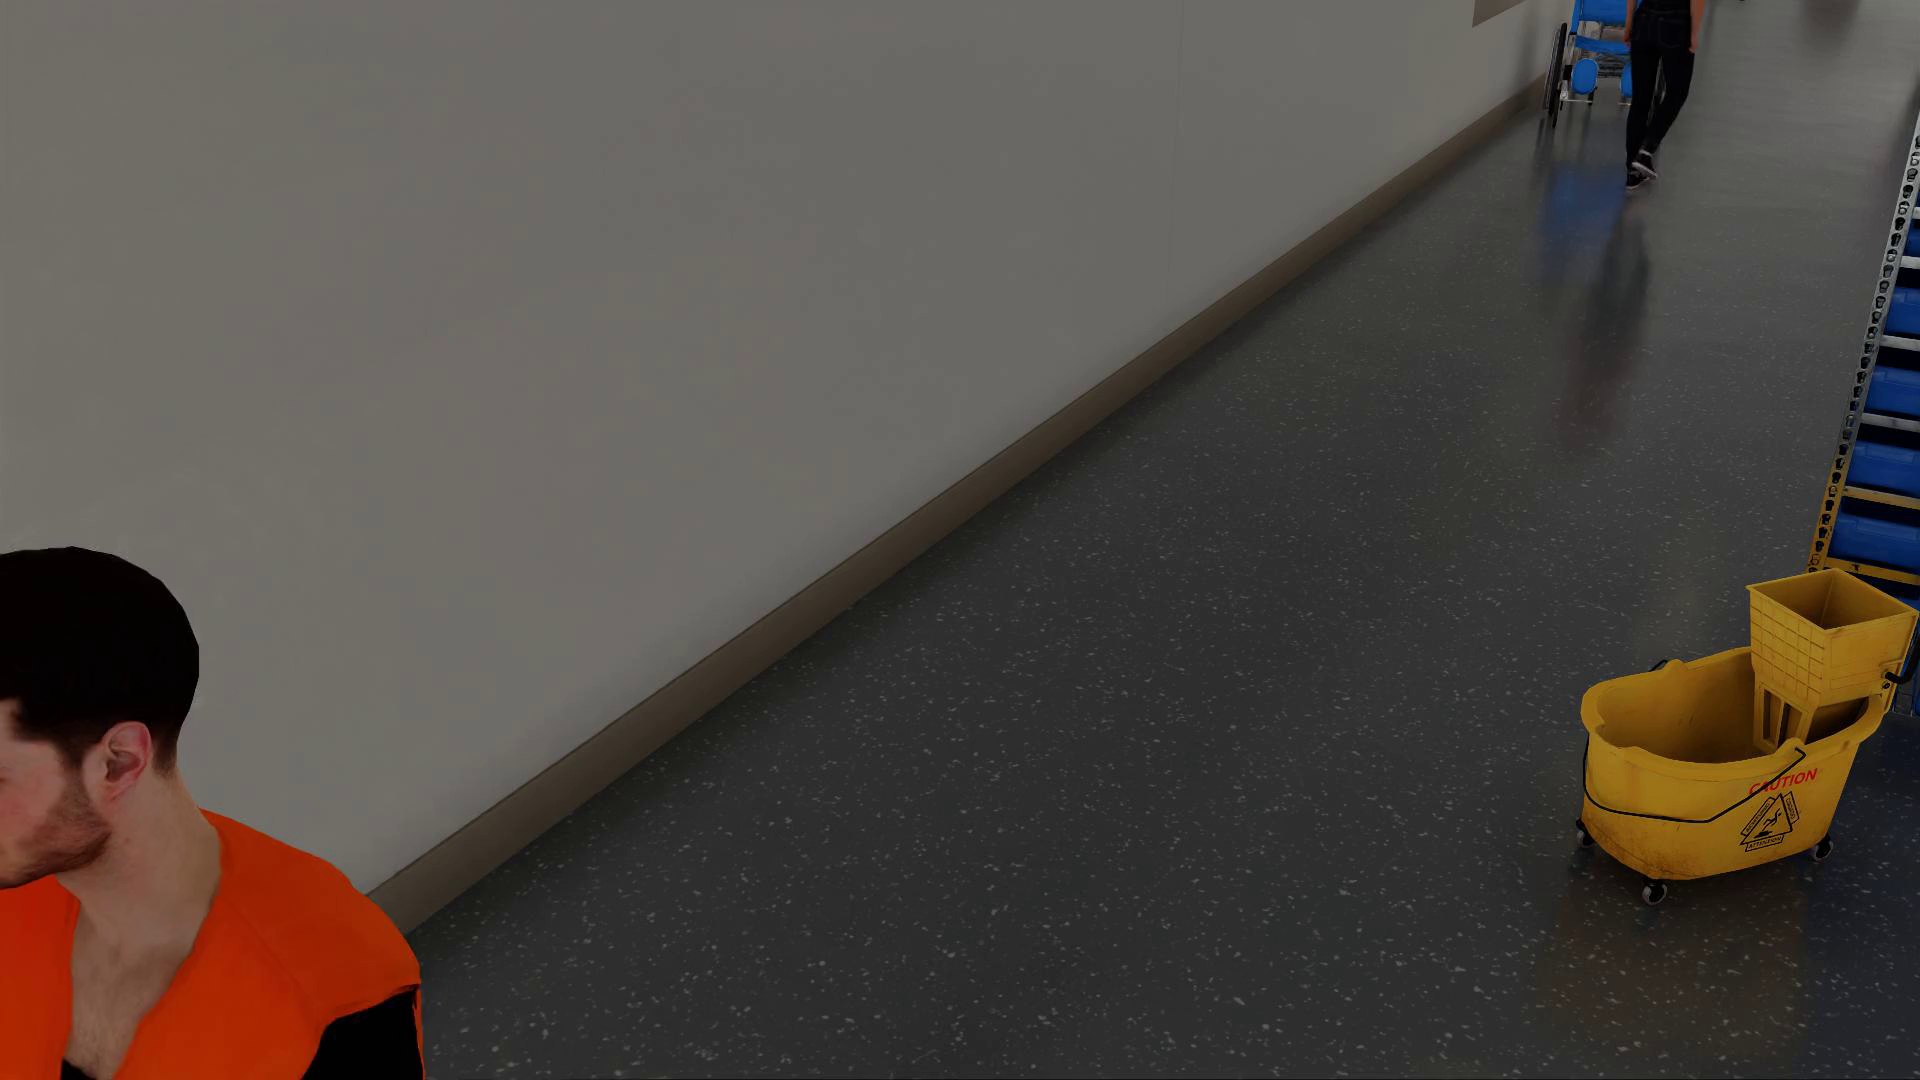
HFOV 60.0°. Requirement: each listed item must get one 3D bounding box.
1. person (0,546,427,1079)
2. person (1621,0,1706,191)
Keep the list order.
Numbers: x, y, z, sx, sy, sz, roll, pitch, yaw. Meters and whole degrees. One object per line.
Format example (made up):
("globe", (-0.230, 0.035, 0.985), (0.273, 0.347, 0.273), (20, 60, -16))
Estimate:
("person", (-0.674, 0.818, 1.819), (0.950, 1.864, 0.756), (13, 29, 25))
("person", (4.054, -2.918, 9.682), (0.617, 1.764, 0.712), (20, 32, 35))
